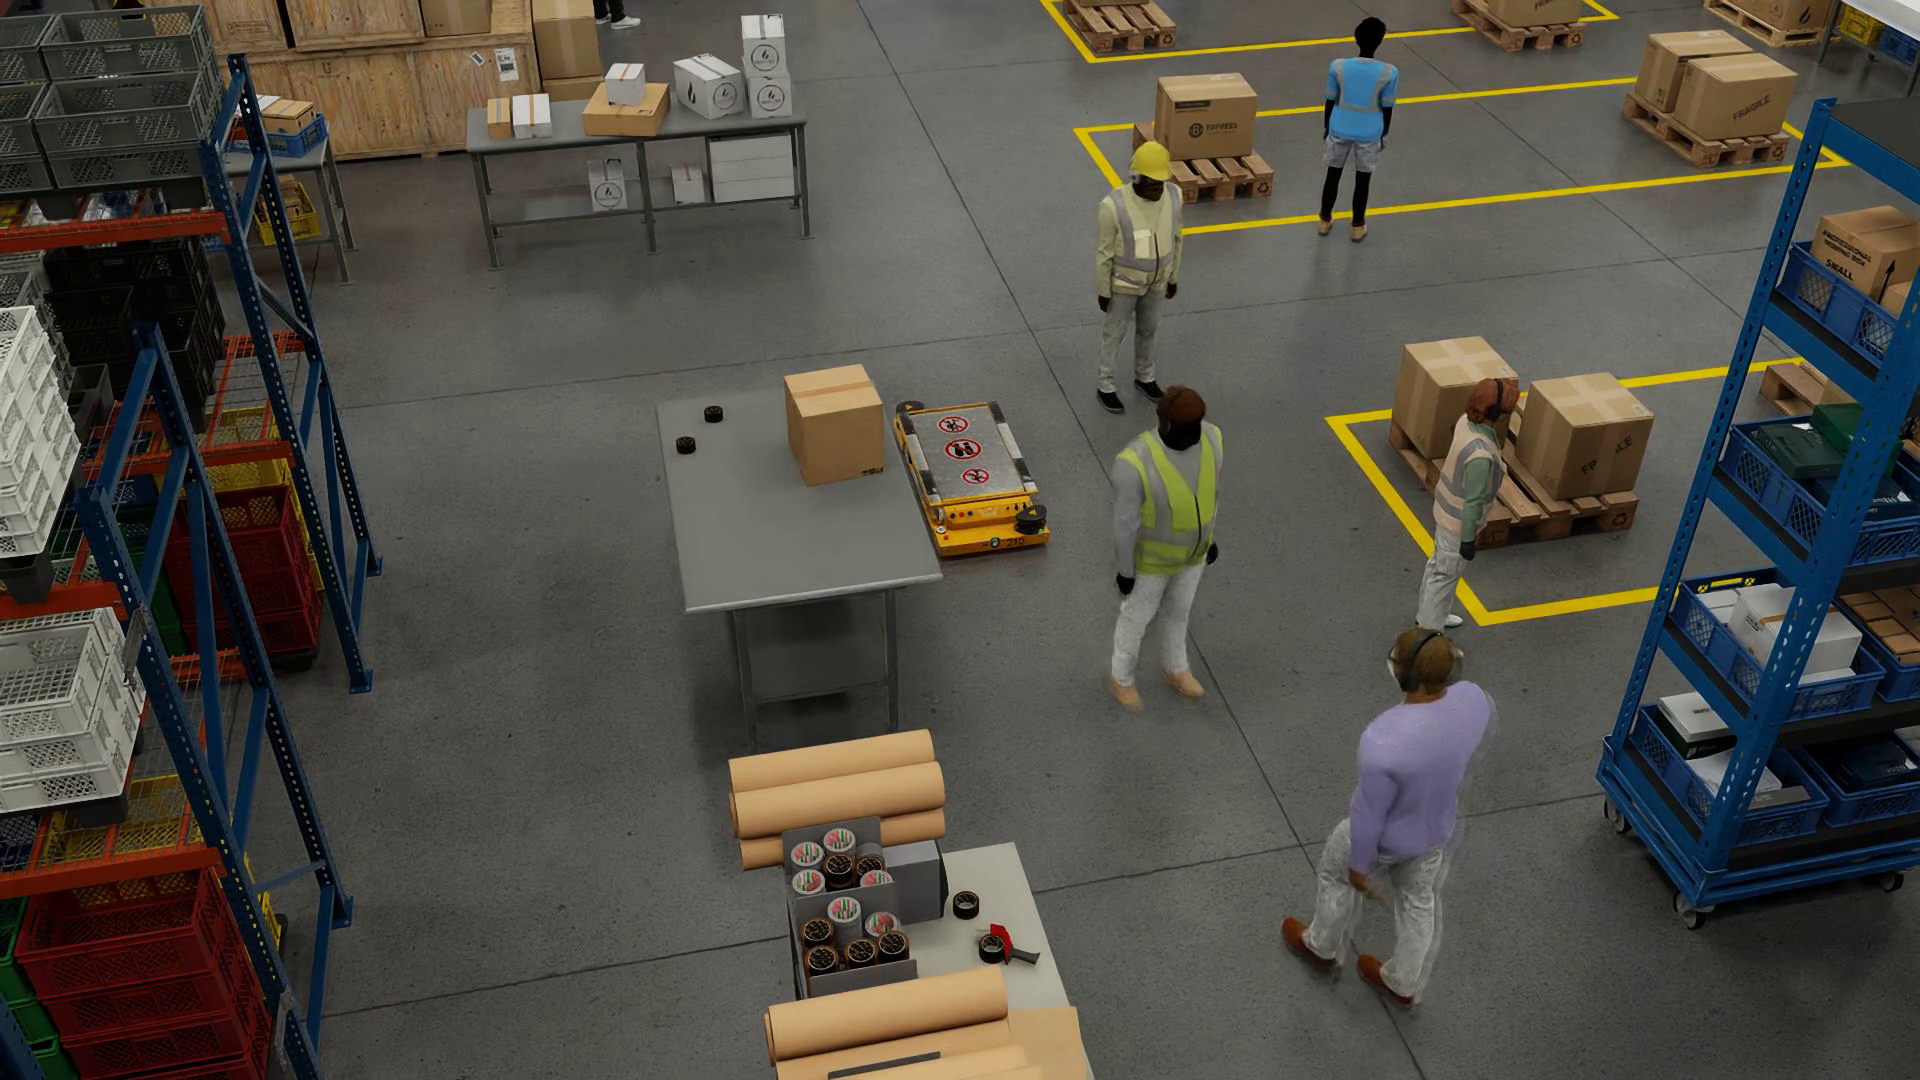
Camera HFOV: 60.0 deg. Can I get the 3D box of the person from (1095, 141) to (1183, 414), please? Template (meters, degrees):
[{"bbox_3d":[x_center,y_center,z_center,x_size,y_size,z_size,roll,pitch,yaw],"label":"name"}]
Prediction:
[{"bbox_3d":[1.127,-1.649,10.461,0.591,1.825,0.404,-16,40,-21],"label":"person"}]

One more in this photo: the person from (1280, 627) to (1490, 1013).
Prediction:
[{"bbox_3d":[1.703,1.078,6.711,0.634,1.919,0.755,-17,40,-22],"label":"person"}]

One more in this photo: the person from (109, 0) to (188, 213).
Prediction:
[{"bbox_3d":[-5.971,-3.154,12.439,0.532,1.871,0.321,-17,40,-21],"label":"person"}]

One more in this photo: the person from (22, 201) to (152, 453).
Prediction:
[{"bbox_3d":[-5.330,-1.417,10.131,0.595,1.835,0.989,1,37,1],"label":"person"}]

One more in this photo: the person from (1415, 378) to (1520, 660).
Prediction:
[{"bbox_3d":[2.581,-0.117,8.557,0.313,1.634,0.514,6,37,8],"label":"person"}]

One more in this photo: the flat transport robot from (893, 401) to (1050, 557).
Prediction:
[{"bbox_3d":[0.046,-0.430,10.108,0.652,0.197,1.431,-8,37,-10],"label":"flat transport robot"}]

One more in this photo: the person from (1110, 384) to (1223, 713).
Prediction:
[{"bbox_3d":[1.021,0.047,8.171,0.630,1.847,0.429,-22,42,-27],"label":"person"}]

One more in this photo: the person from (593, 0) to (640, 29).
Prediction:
[{"bbox_3d":[-3.494,-5.967,16.181,0.591,1.916,0.379,28,45,32],"label":"person"}]

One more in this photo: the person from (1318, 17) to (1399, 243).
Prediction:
[{"bbox_3d":[2.963,-3.063,12.468,0.537,1.691,0.320,14,39,19],"label":"person"}]
